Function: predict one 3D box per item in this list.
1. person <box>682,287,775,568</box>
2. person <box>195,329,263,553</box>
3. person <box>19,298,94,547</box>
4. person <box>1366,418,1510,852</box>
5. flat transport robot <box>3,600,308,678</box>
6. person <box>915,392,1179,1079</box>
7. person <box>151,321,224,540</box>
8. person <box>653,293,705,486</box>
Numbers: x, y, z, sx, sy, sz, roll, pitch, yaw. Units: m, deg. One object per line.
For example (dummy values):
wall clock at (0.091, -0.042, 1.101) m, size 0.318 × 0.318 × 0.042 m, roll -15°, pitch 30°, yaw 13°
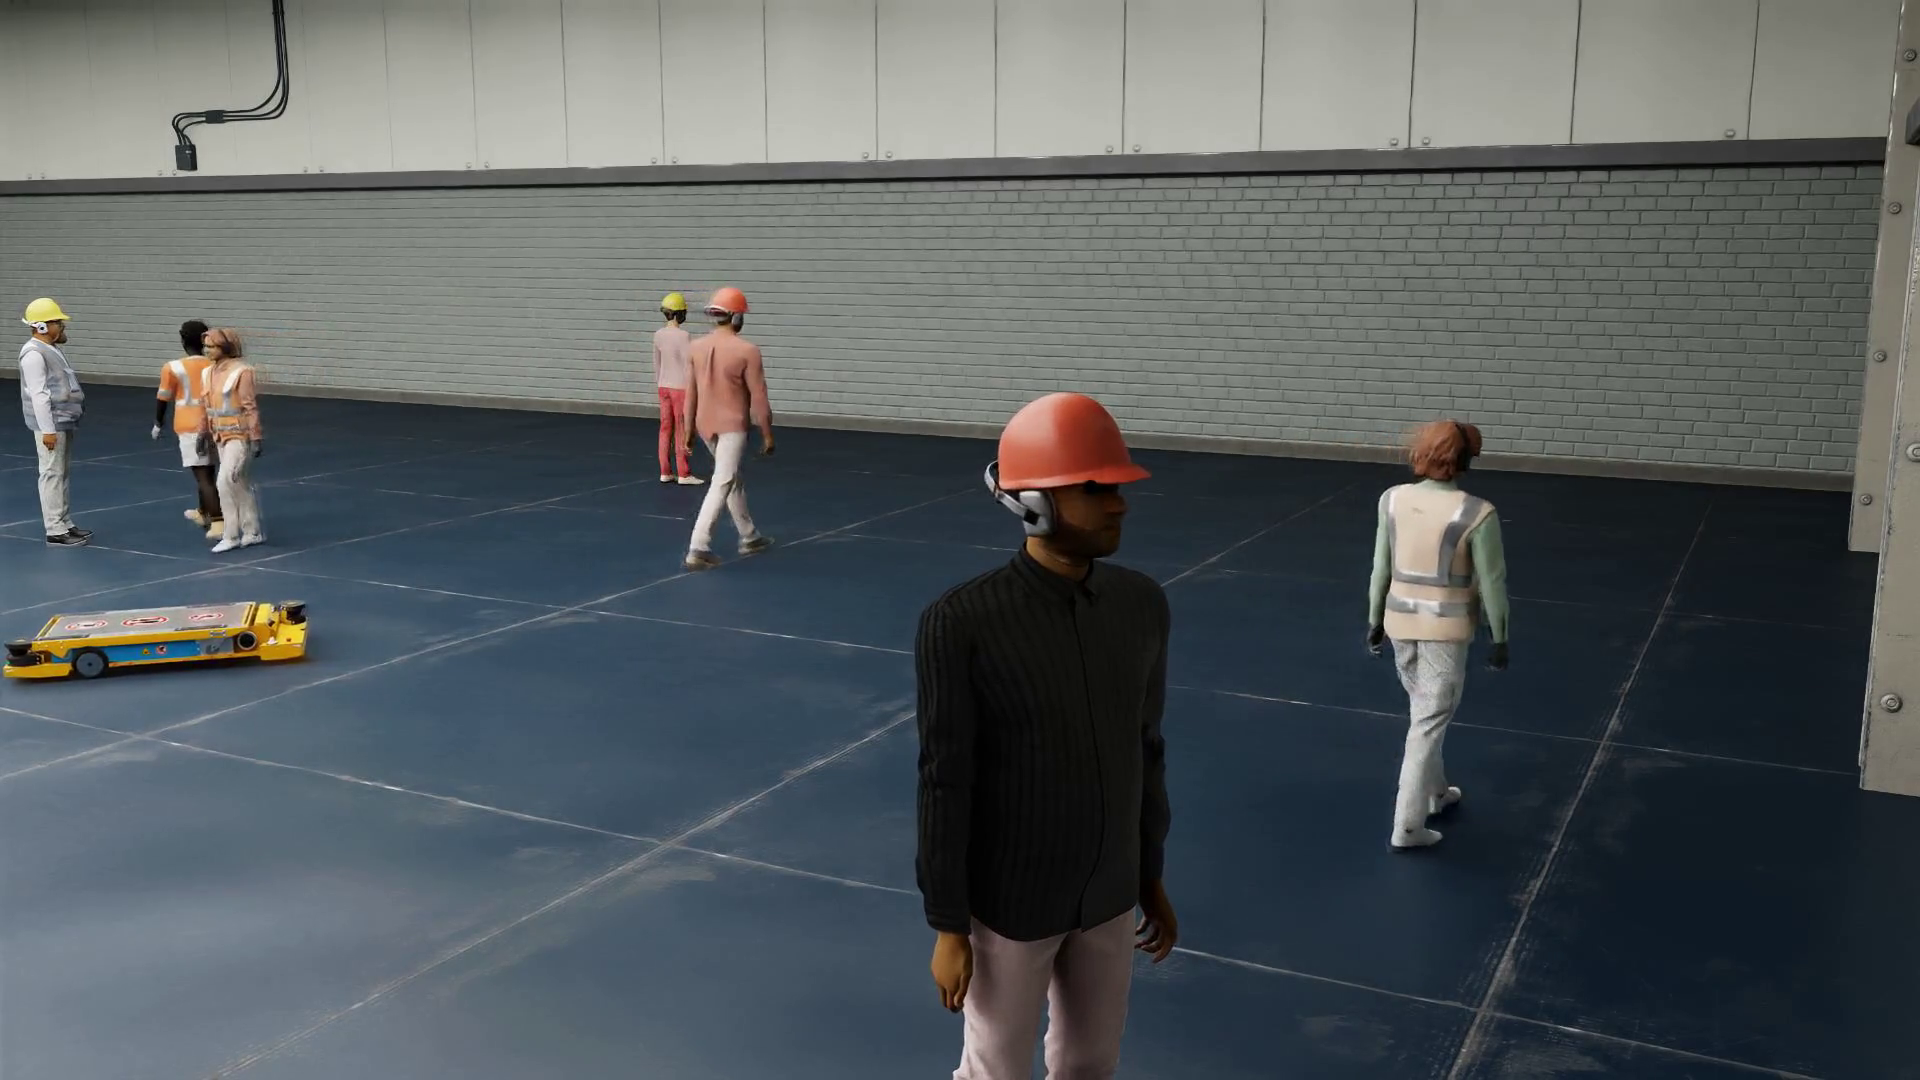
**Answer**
person at (-1.639, -0.794, 11.665) m, size 0.639 × 1.941 × 1.037 m, roll 7°, pitch 12°, yaw 32°
person at (-5.356, -0.711, 12.047) m, size 0.551 × 1.615 × 0.627 m, roll 7°, pitch 12°, yaw 32°
person at (-6.714, -0.871, 12.349) m, size 0.403 × 1.837 × 0.591 m, roll -3°, pitch 11°, yaw -18°
person at (1.864, 0.347, 6.320) m, size 0.722 × 1.610 × 0.535 m, roll -8°, pitch 13°, yaw -37°
flat transport robot at (-4.317, 0.524, 9.012) m, size 1.431 × 0.197 × 0.652 m, roll -3°, pitch 11°, yaw -19°
person at (0.187, 0.701, 3.337) m, size 0.613 × 1.997 × 0.374 m, roll -7°, pitch 13°, yaw -35°
person at (-5.822, -0.843, 12.709) m, size 0.900 × 1.639 × 0.535 m, roll 8°, pitch 13°, yaw 37°
person at (-2.610, -1.386, 15.345) m, size 0.524 × 1.772 × 0.311 m, roll 9°, pitch 14°, yaw 41°
